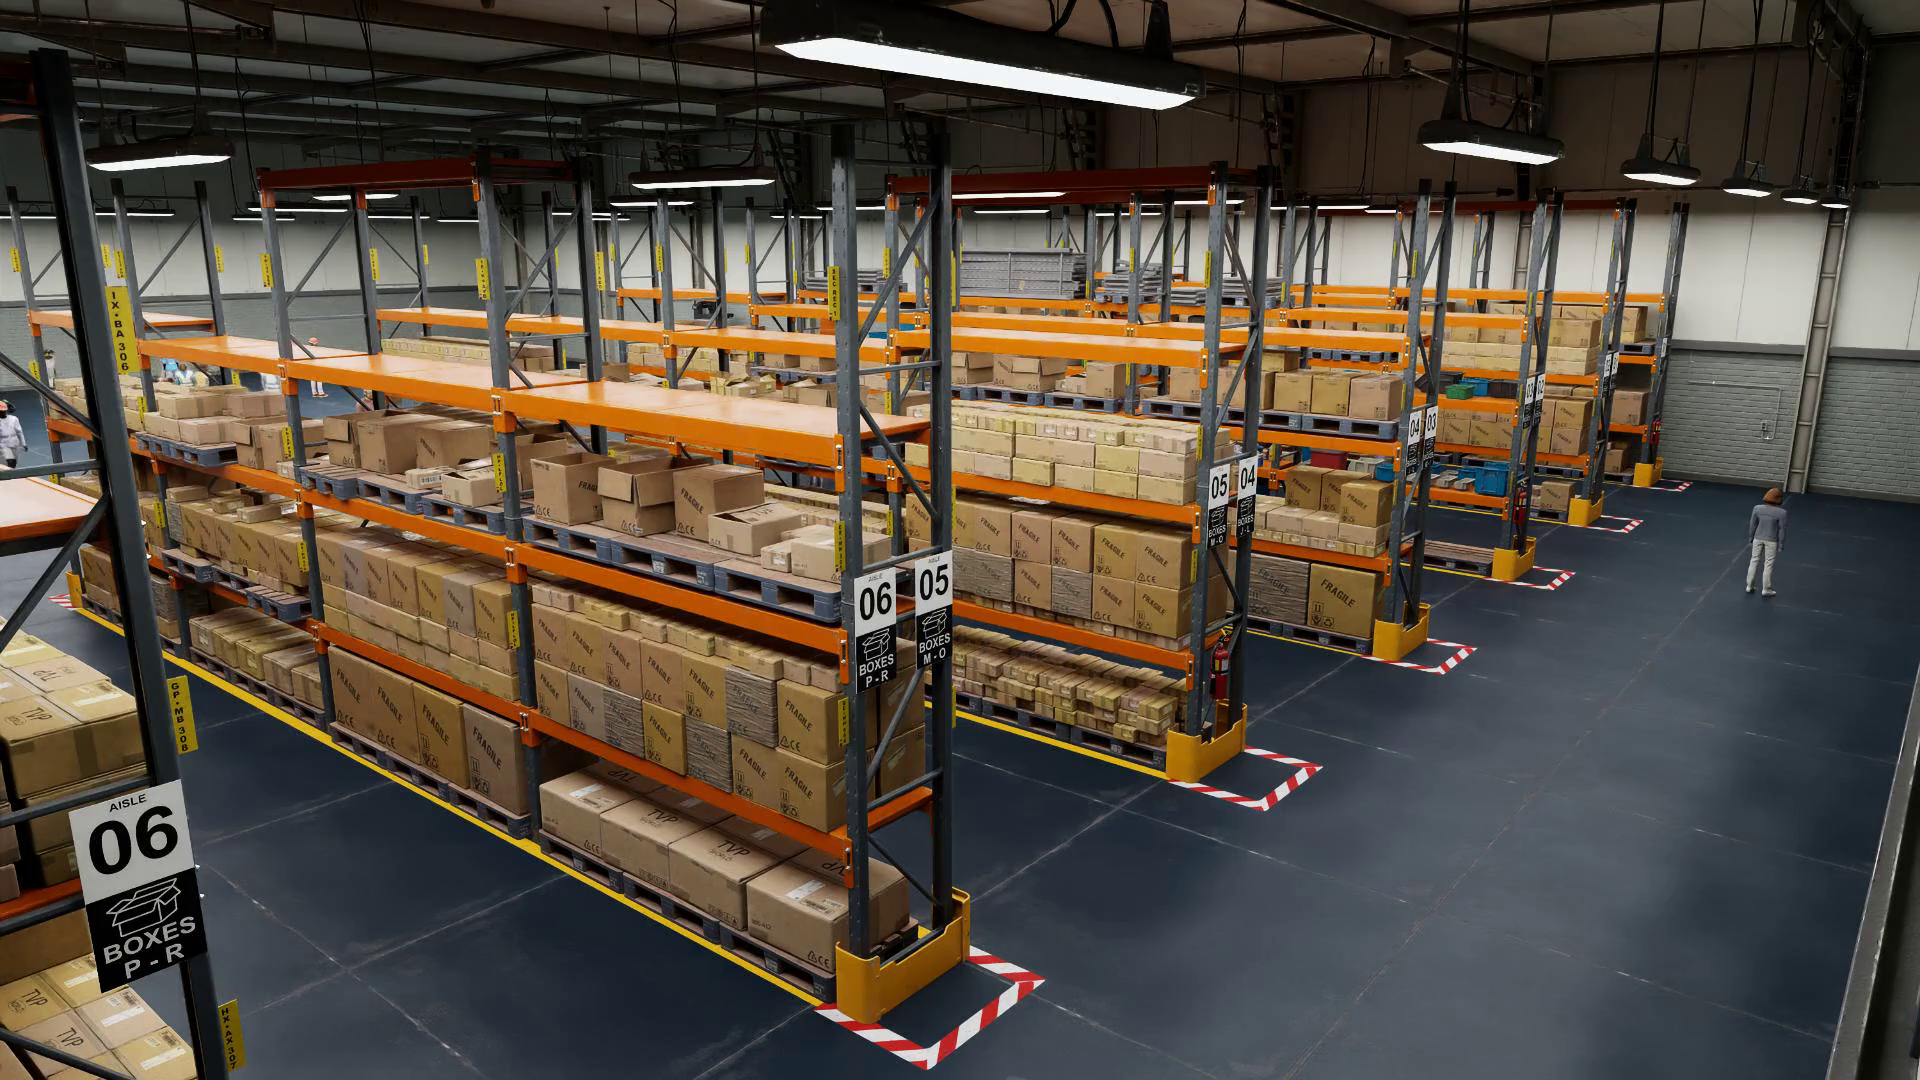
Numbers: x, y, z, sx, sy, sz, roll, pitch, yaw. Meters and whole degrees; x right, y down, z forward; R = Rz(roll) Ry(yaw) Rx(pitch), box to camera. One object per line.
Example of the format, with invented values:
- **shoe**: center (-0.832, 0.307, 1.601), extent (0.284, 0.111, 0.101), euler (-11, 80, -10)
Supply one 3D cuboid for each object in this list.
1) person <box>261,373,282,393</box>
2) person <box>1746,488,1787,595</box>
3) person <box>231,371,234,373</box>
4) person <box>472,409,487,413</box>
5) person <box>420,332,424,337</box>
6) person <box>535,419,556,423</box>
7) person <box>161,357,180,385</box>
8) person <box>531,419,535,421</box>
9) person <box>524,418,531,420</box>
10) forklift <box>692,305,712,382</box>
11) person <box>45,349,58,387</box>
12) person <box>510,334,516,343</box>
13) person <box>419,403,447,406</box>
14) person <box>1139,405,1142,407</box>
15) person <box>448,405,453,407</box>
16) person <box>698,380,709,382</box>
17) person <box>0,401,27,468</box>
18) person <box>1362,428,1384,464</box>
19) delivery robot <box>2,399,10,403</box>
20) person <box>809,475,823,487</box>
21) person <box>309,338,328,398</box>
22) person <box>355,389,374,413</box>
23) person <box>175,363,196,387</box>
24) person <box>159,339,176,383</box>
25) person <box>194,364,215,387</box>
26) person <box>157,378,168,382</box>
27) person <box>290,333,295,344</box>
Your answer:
- **person**: center (-19.777, -4.308, 36.385), extent (0.631, 1.893, 0.985), euler (-2, 14, -9)
- **person**: center (12.270, 0.019, 19.148), extent (0.275, 1.632, 0.507), euler (-8, 16, -30)
- **person**: center (-20.618, -3.985, 35.699), extent (0.855, 1.593, 0.535), euler (-7, 15, -26)
- **person**: center (-10.780, -2.312, 28.221), extent (0.631, 1.883, 0.487), euler (-2, 14, -7)
- **person**: center (-19.663, -6.712, 46.306), extent (0.459, 1.884, 0.662), euler (-2, 14, -8)
- **person**: center (-9.107, -2.310, 28.080), extent (0.733, 1.943, 0.515), euler (3, 14, 11)
- **person**: center (-26.898, -5.799, 42.944), extent (0.322, 1.697, 0.536), euler (9, 16, 32)
- **person**: center (-10.993, -3.443, 32.788), extent (0.513, 1.919, 0.644), euler (4, 14, 16)
- **person**: center (-9.704, -2.196, 27.873), extent (0.543, 1.821, 0.540), euler (-1, 14, -4)
- **forklift**: center (-9.511, -7.392, 47.124), extent (1.873, 2.768, 1.129), euler (11, 17, 38)
- **person**: center (-28.660, -5.065, 39.620), extent (0.416, 1.838, 0.604), euler (2, 14, 10)
- **person**: center (-16.554, -6.712, 46.465), extent (0.612, 1.815, 0.600), euler (12, 18, 40)
- **person**: center (-12.769, -2.895, 30.557), extent (0.642, 1.904, 0.828), euler (-8, 16, -30)
- **person**: center (3.734, -1.920, 26.586), extent (0.965, 1.901, 0.559), euler (11, 18, 39)
- **person**: center (-14.394, -4.125, 35.623), extent (0.611, 1.905, 0.593), euler (-1, 14, -4)
- **person**: center (-8.946, -6.071, 43.586), extent (0.594, 1.924, 0.384), euler (-5, 15, -21)
- **person**: center (-20.581, -2.072, 27.204), extent (0.961, 1.900, 0.549), euler (9, 16, 33)
- **person**: center (7.910, -1.352, 24.450), extent (0.973, 1.795, 0.575), euler (13, 19, 42)
- **delivery robot**: center (-29.515, -4.317, 38.583), extent (0.698, 0.223, 0.335), euler (2, 14, 6)
- **person**: center (-2.838, -1.527, 25.024), extent (0.312, 1.864, 0.535), euler (12, 18, 41)
- **person**: center (-21.658, -5.803, 42.343), extent (0.626, 1.992, 0.387), euler (5, 15, 20)
- **person**: center (-13.739, -2.625, 29.453), extent (0.407, 1.910, 0.640), euler (7, 15, 26)
- **person**: center (-23.339, -4.551, 38.000), extent (0.515, 1.604, 0.827), euler (-11, 17, -37)
- **person**: center (-27.595, -6.085, 43.883), extent (0.979, 1.820, 0.511), euler (2, 14, 9)
- **person**: center (-21.440, -4.152, 35.972), extent (0.622, 1.794, 0.870), euler (1, 14, 5)
- **person**: center (-19.982, -3.163, 31.771), extent (0.958, 1.848, 0.646), euler (9, 16, 33)
- **person**: center (-26.259, -7.410, 49.274), extent (0.429, 1.842, 0.633), euler (-1, 14, -4)
